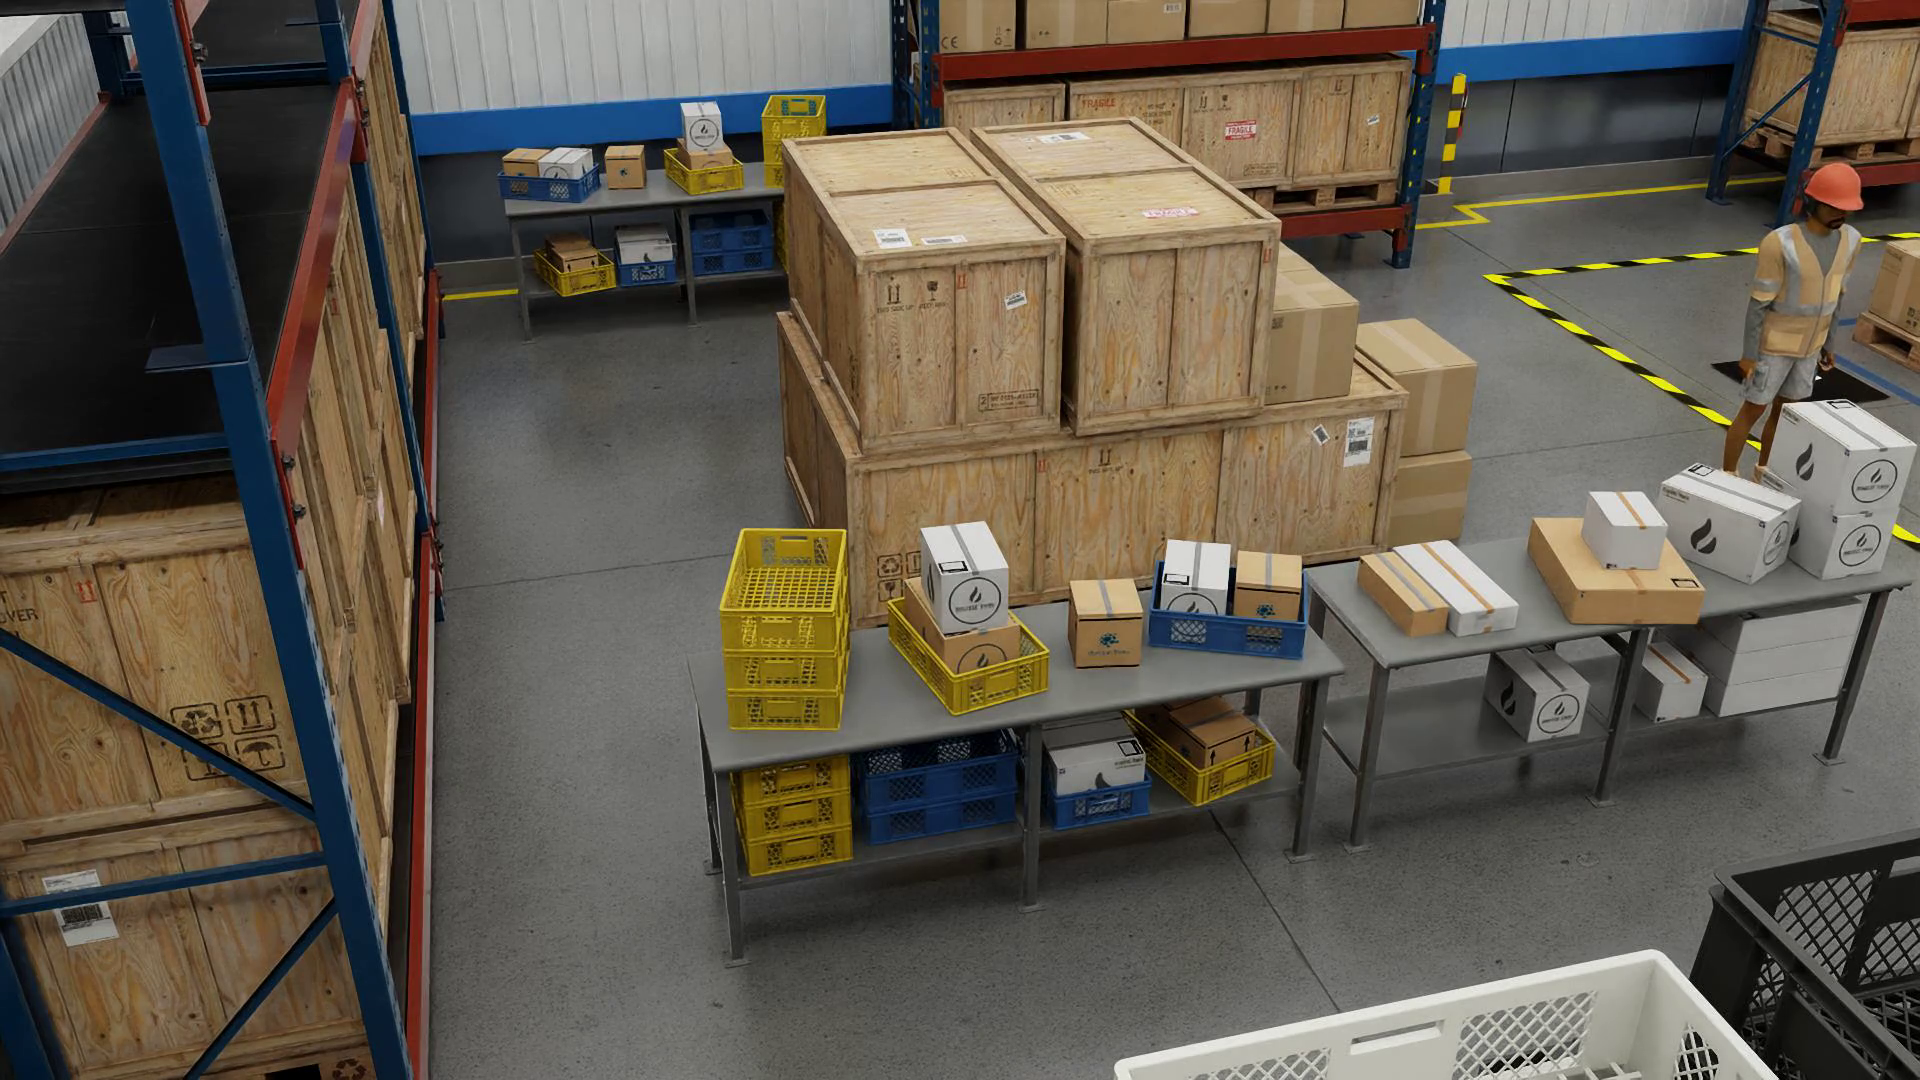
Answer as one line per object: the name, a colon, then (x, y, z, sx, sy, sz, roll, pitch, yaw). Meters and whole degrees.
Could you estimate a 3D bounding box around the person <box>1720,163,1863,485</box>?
person: (4.639, -1.093, 9.266, 0.612, 2.041, 0.376, -8, 30, -14)
